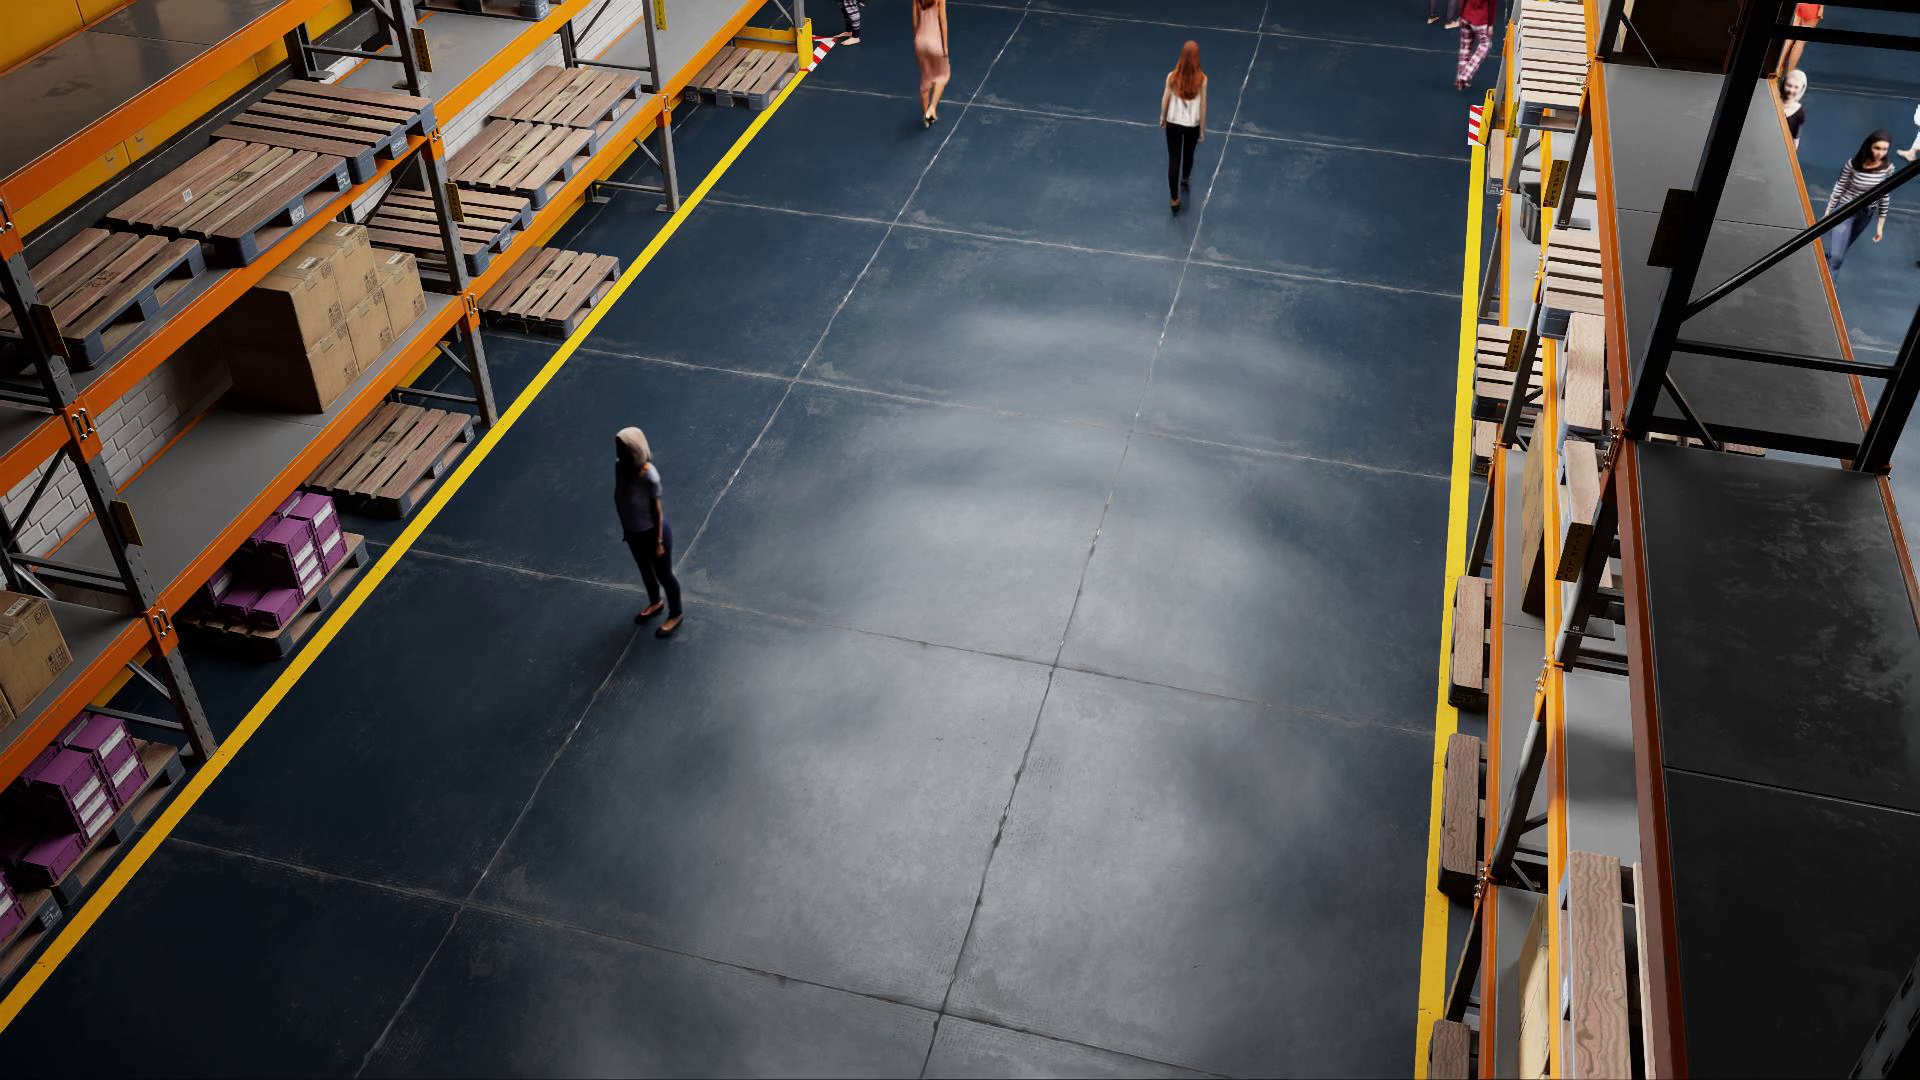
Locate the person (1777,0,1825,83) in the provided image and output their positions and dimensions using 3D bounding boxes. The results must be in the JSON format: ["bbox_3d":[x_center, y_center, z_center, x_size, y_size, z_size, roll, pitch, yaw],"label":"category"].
[{"bbox_3d":[9.784,-6.158,19.137,0.699,1.790,0.564,-2,39,-2],"label":"person"}]

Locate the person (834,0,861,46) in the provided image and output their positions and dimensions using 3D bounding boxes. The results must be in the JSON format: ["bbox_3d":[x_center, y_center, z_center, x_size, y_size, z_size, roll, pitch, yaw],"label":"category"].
[{"bbox_3d":[-1.367,-6.868,20.072,0.739,1.734,0.660,-16,41,-19],"label":"person"}]

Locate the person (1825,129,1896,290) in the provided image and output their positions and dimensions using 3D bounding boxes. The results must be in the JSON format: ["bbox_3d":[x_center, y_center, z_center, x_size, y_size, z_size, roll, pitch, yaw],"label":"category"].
[{"bbox_3d":[8.071,-2.929,15.127,0.726,1.749,1.131,3,39,4],"label":"person"}]

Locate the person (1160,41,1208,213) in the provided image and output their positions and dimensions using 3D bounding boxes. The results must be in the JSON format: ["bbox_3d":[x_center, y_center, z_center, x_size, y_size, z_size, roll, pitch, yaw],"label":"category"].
[{"bbox_3d":[2.226,-4.094,16.642,0.690,1.679,1.073,5,39,6],"label":"person"}]

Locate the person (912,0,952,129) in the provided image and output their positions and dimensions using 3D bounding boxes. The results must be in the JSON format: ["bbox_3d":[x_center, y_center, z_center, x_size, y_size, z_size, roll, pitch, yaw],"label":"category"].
[{"bbox_3d":[-0.369,-5.338,18.083,0.685,1.823,0.679,19,42,22],"label":"person"}]

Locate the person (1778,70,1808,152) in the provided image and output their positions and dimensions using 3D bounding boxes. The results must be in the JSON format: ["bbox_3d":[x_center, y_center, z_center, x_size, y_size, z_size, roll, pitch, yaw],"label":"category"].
[{"bbox_3d":[7.754,-3.676,16.012,0.694,1.811,0.867,15,41,18],"label":"person"}]

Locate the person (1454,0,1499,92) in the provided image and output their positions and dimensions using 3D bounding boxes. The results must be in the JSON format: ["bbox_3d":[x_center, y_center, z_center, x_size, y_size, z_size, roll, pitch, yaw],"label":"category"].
[{"bbox_3d":[5.828,-5.904,18.896,0.769,1.694,0.748,-30,47,-32],"label":"person"}]

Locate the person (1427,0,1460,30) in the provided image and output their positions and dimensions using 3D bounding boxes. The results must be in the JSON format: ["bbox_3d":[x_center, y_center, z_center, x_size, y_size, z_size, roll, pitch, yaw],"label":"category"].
[{"bbox_3d":[6.066,-7.210,20.506,0.697,1.725,0.685,-30,47,-32],"label":"person"}]

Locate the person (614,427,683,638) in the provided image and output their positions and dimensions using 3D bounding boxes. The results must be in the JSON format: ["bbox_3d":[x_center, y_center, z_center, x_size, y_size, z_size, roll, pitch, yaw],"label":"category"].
[{"bbox_3d":[-2.169,-0.079,11.580,0.627,1.722,0.632,25,45,28],"label":"person"}]
